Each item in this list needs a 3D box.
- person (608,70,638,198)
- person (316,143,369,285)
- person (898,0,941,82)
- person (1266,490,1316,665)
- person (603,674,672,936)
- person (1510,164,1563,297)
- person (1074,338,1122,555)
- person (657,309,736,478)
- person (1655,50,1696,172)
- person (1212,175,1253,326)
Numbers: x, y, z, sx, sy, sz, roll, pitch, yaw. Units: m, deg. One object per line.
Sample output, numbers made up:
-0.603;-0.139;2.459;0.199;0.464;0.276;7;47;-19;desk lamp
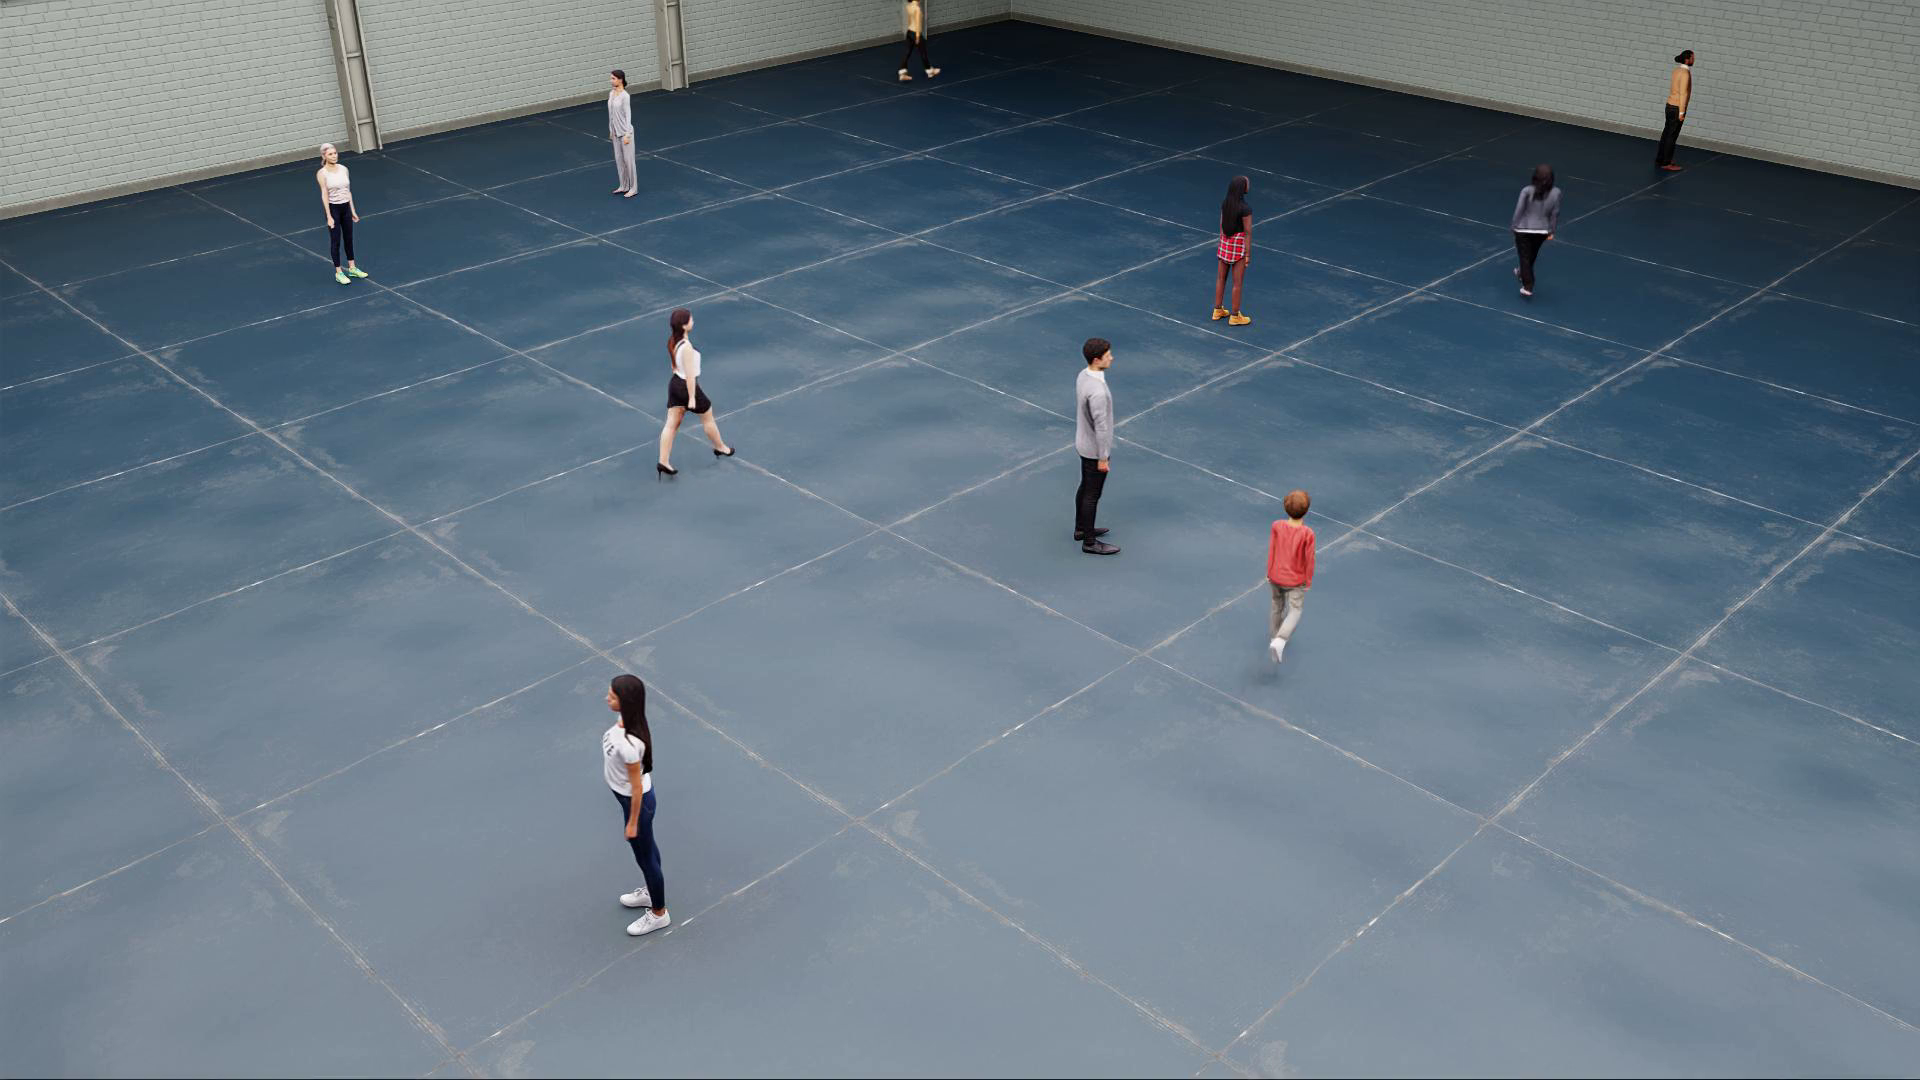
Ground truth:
-4.817;-5.818;23.739;0.589;1.774;0.538;23;36;36;person
-7.658;-4.040;20.476;0.708;1.703;0.555;15;32;26;person
-0.891;-9.104;30.073;1.131;1.620;0.743;-18;33;-30;person
2.476;0.295;12.654;0.629;1.404;0.819;16;32;27;person
-1.915;1.556;9.893;0.683;1.774;0.669;-6;29;-11;person
6.893;-3.690;19.983;1.116;1.549;1.115;-3;28;-5;person
1.136;-0.821;14.198;0.856;1.922;0.841;-4;28;-8;person
-2.629;-1.330;15.499;1.083;1.597;0.639;-21;35;-34;person
10.759;-6.470;24.983;0.814;1.755;0.740;2;28;4;person
3.154;-3.346;19.148;0.625;1.727;0.636;-20;34;-33;person
